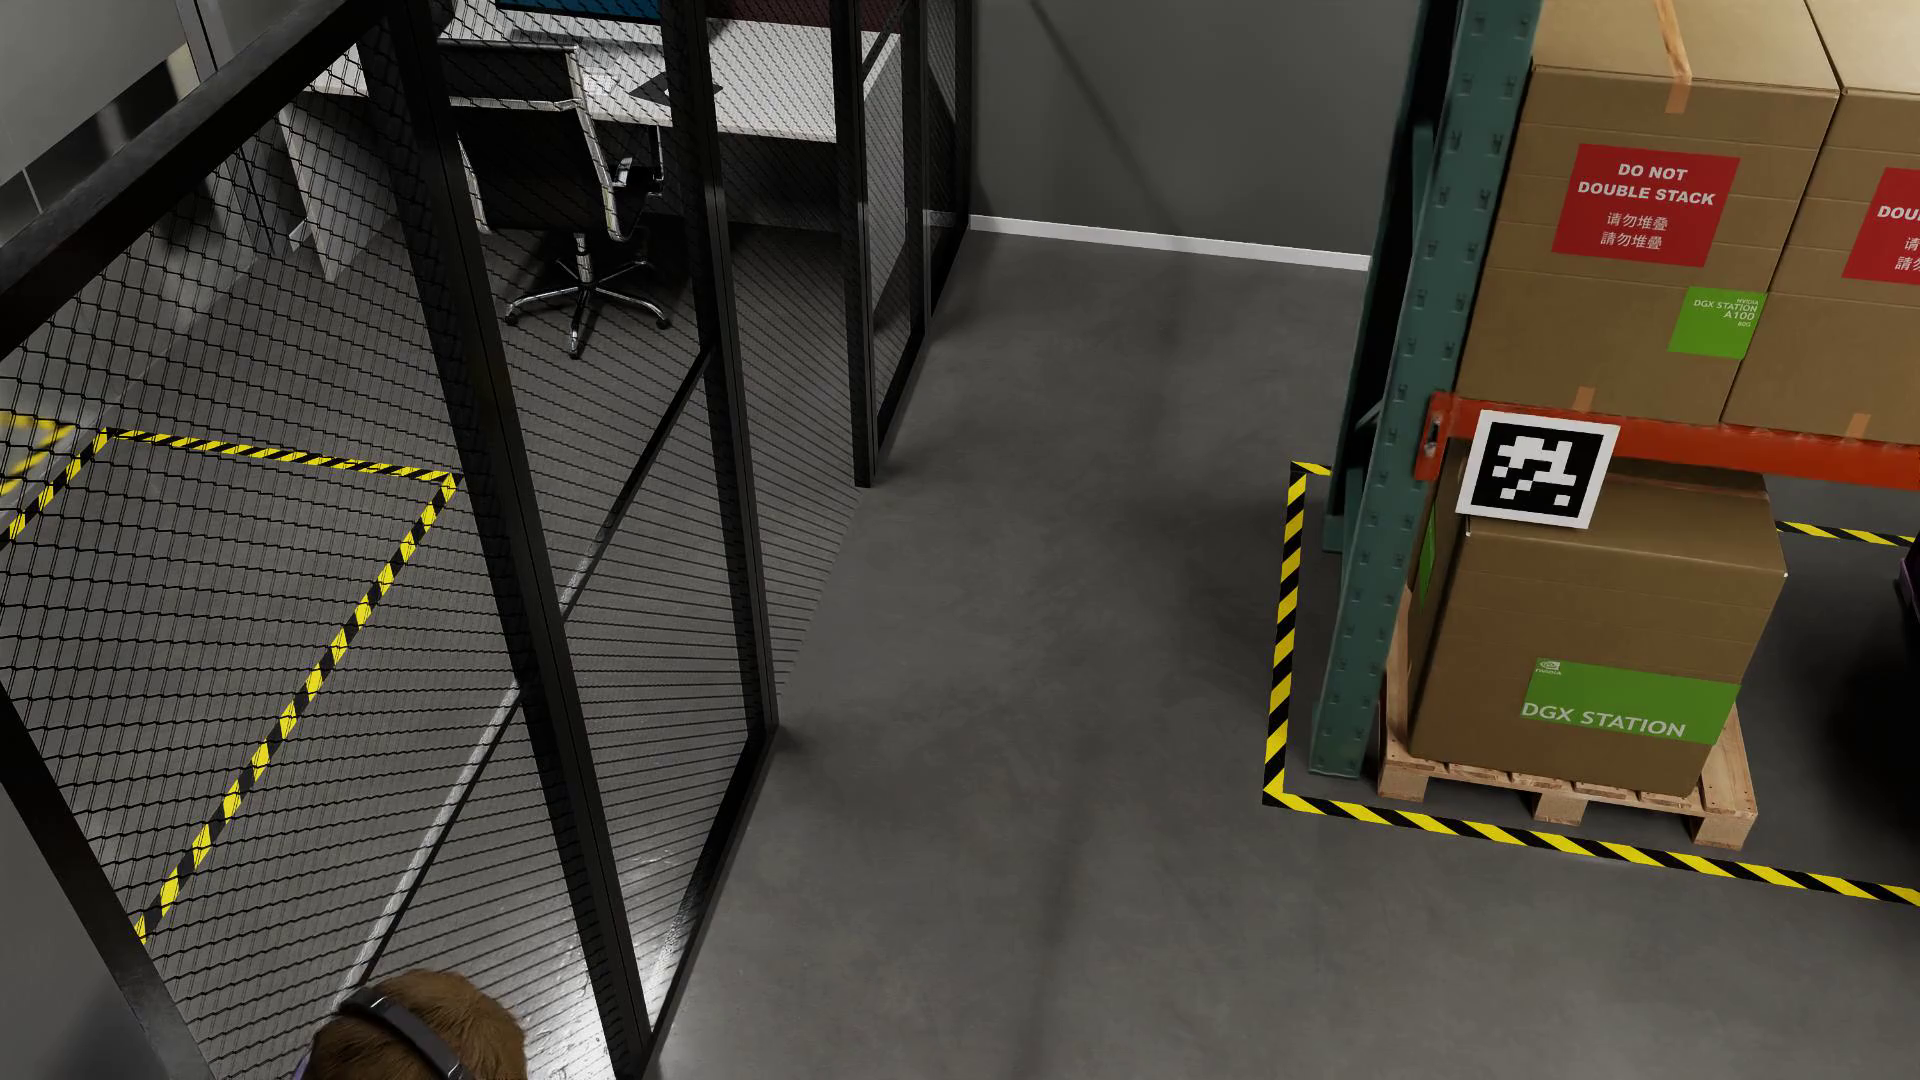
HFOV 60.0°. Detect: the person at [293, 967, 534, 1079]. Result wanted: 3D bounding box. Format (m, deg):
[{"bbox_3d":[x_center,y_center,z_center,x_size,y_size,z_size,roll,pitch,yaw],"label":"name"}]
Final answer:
[{"bbox_3d":[-0.514,1.159,2.168,0.627,1.934,0.375,20,45,22],"label":"person"}]
